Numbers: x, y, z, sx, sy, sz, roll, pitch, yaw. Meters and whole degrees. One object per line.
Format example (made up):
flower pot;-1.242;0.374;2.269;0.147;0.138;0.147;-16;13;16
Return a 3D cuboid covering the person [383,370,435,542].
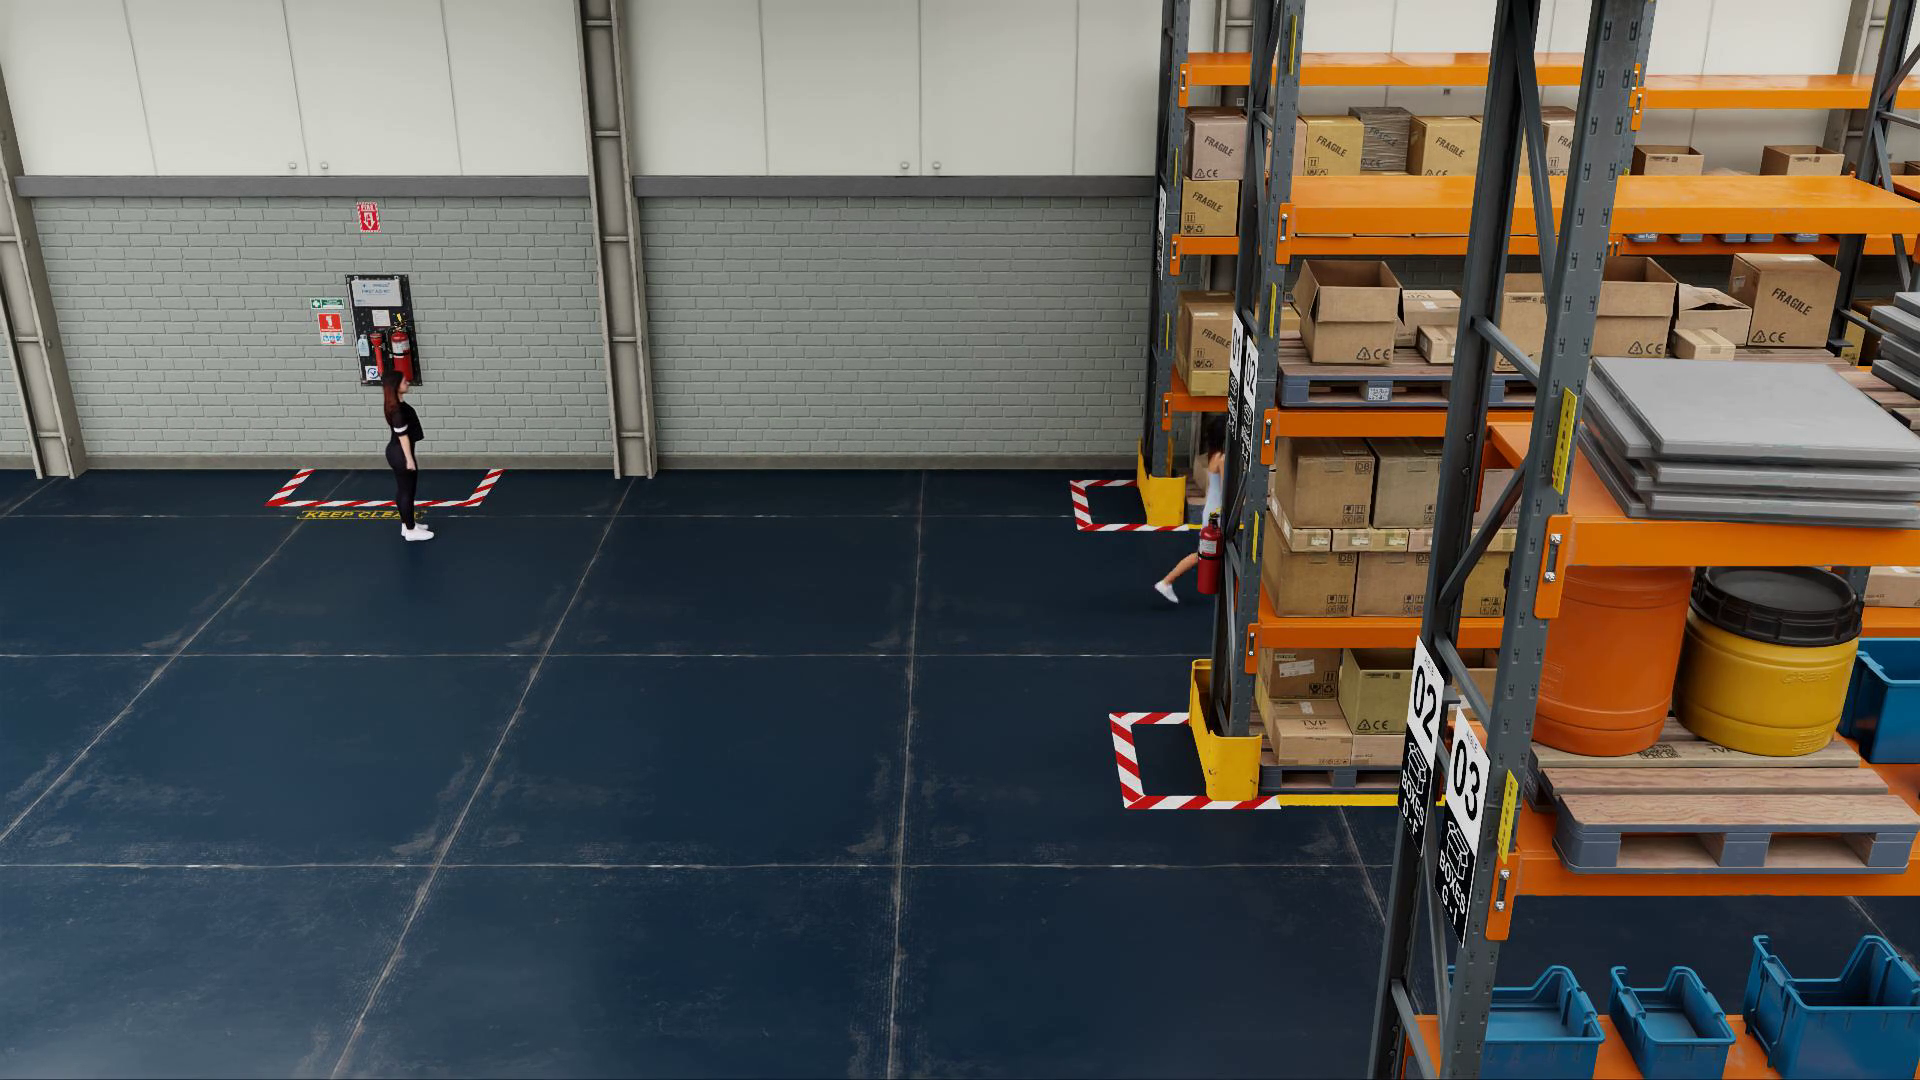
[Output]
person;-5.202;-0.796;15.525;0.723;1.637;0.702;-11;25;-24

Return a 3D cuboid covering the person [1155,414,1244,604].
person;2.100;-0.208;14.072;1.138;1.693;0.597;-1;23;-2
